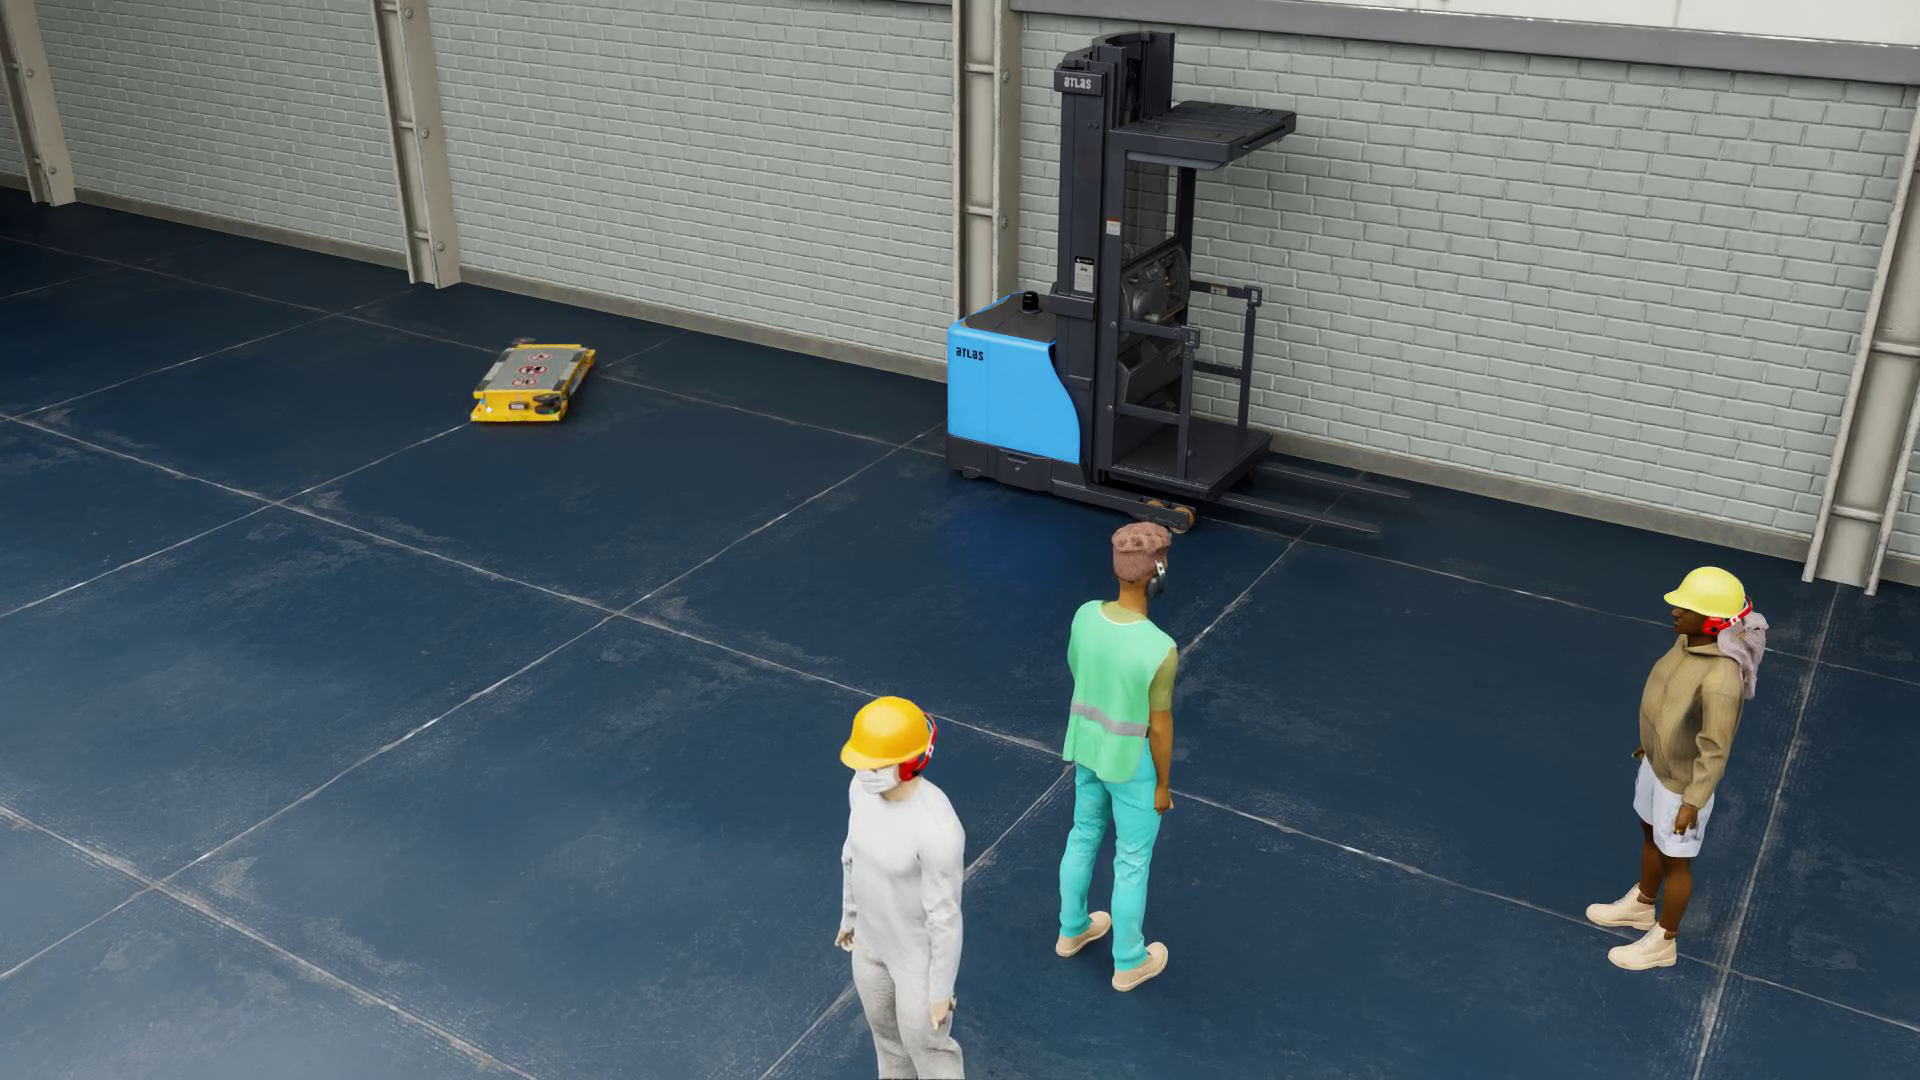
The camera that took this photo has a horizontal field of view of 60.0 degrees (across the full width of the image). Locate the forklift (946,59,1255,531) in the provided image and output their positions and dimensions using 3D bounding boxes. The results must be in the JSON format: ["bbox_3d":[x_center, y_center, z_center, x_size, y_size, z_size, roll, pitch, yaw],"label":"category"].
[{"bbox_3d":[0.933,-1.707,10.833,1.873,2.768,1.129,15,29,28],"label":"forklift"}]

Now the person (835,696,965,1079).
[{"bbox_3d":[-0.210,1.341,5.533,0.380,1.889,0.562,-19,31,-35],"label":"person"}]

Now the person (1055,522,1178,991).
[{"bbox_3d":[0.610,0.854,6.472,0.389,1.971,0.479,-23,33,-39],"label":"person"}]

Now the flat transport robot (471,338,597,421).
[{"bbox_3d":[-3.285,-1.244,12.890,0.659,0.231,1.431,0,25,0],"label":"flat transport robot"}]

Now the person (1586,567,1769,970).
[{"bbox_3d":[2.865,0.908,6.587,0.398,1.764,0.544,1,25,3],"label":"person"}]
